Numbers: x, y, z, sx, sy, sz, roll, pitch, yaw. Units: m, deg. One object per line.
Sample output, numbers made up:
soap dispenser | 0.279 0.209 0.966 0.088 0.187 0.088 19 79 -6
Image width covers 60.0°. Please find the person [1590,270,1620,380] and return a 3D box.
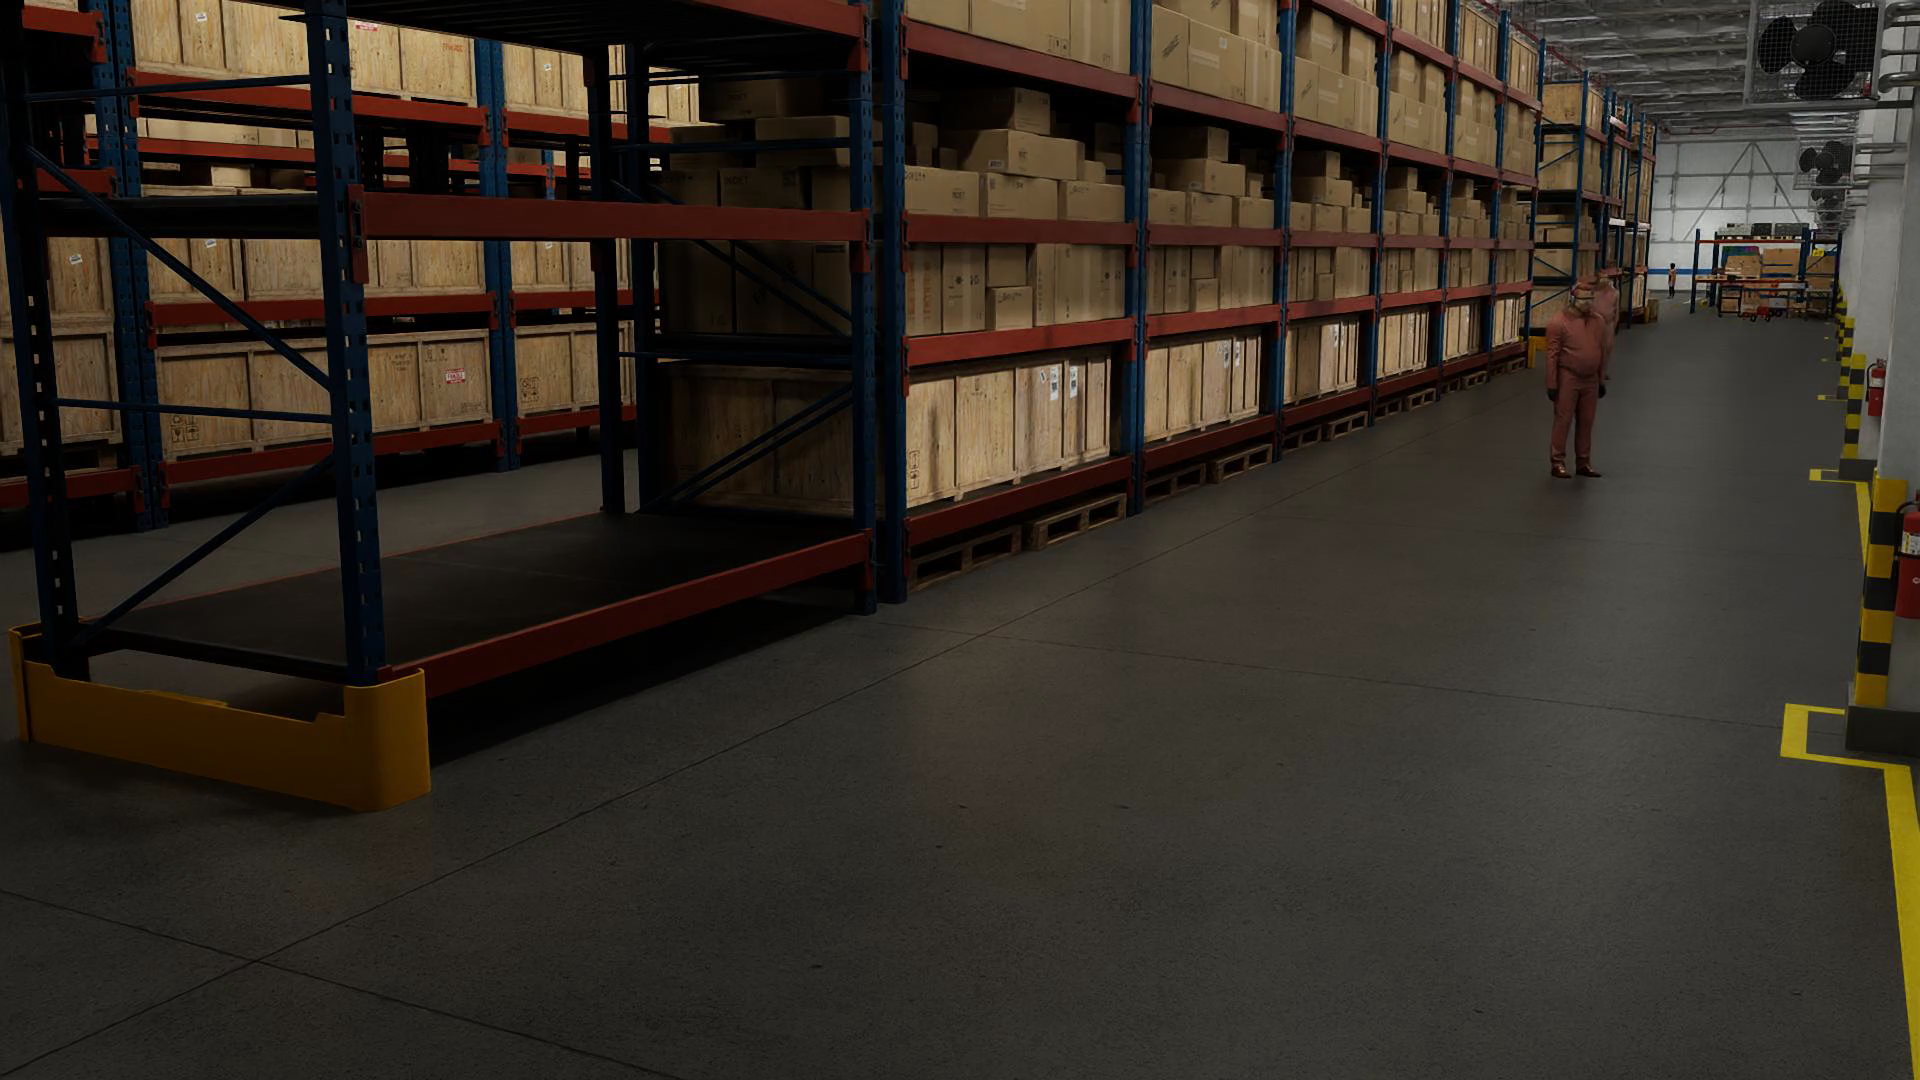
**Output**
person | 10.917 -3.656 28.376 0.646 1.891 0.446 1 10 8

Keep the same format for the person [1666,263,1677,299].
person | 33.912 -12.331 79.195 0.539 1.687 0.319 -8 13 -40

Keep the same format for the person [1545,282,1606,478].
person | 5.981 -1.541 16.125 0.656 1.895 0.399 -3 10 -17

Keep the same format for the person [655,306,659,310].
person | -4.744 -3.345 26.483 0.539 1.930 0.386 -5 11 -26
